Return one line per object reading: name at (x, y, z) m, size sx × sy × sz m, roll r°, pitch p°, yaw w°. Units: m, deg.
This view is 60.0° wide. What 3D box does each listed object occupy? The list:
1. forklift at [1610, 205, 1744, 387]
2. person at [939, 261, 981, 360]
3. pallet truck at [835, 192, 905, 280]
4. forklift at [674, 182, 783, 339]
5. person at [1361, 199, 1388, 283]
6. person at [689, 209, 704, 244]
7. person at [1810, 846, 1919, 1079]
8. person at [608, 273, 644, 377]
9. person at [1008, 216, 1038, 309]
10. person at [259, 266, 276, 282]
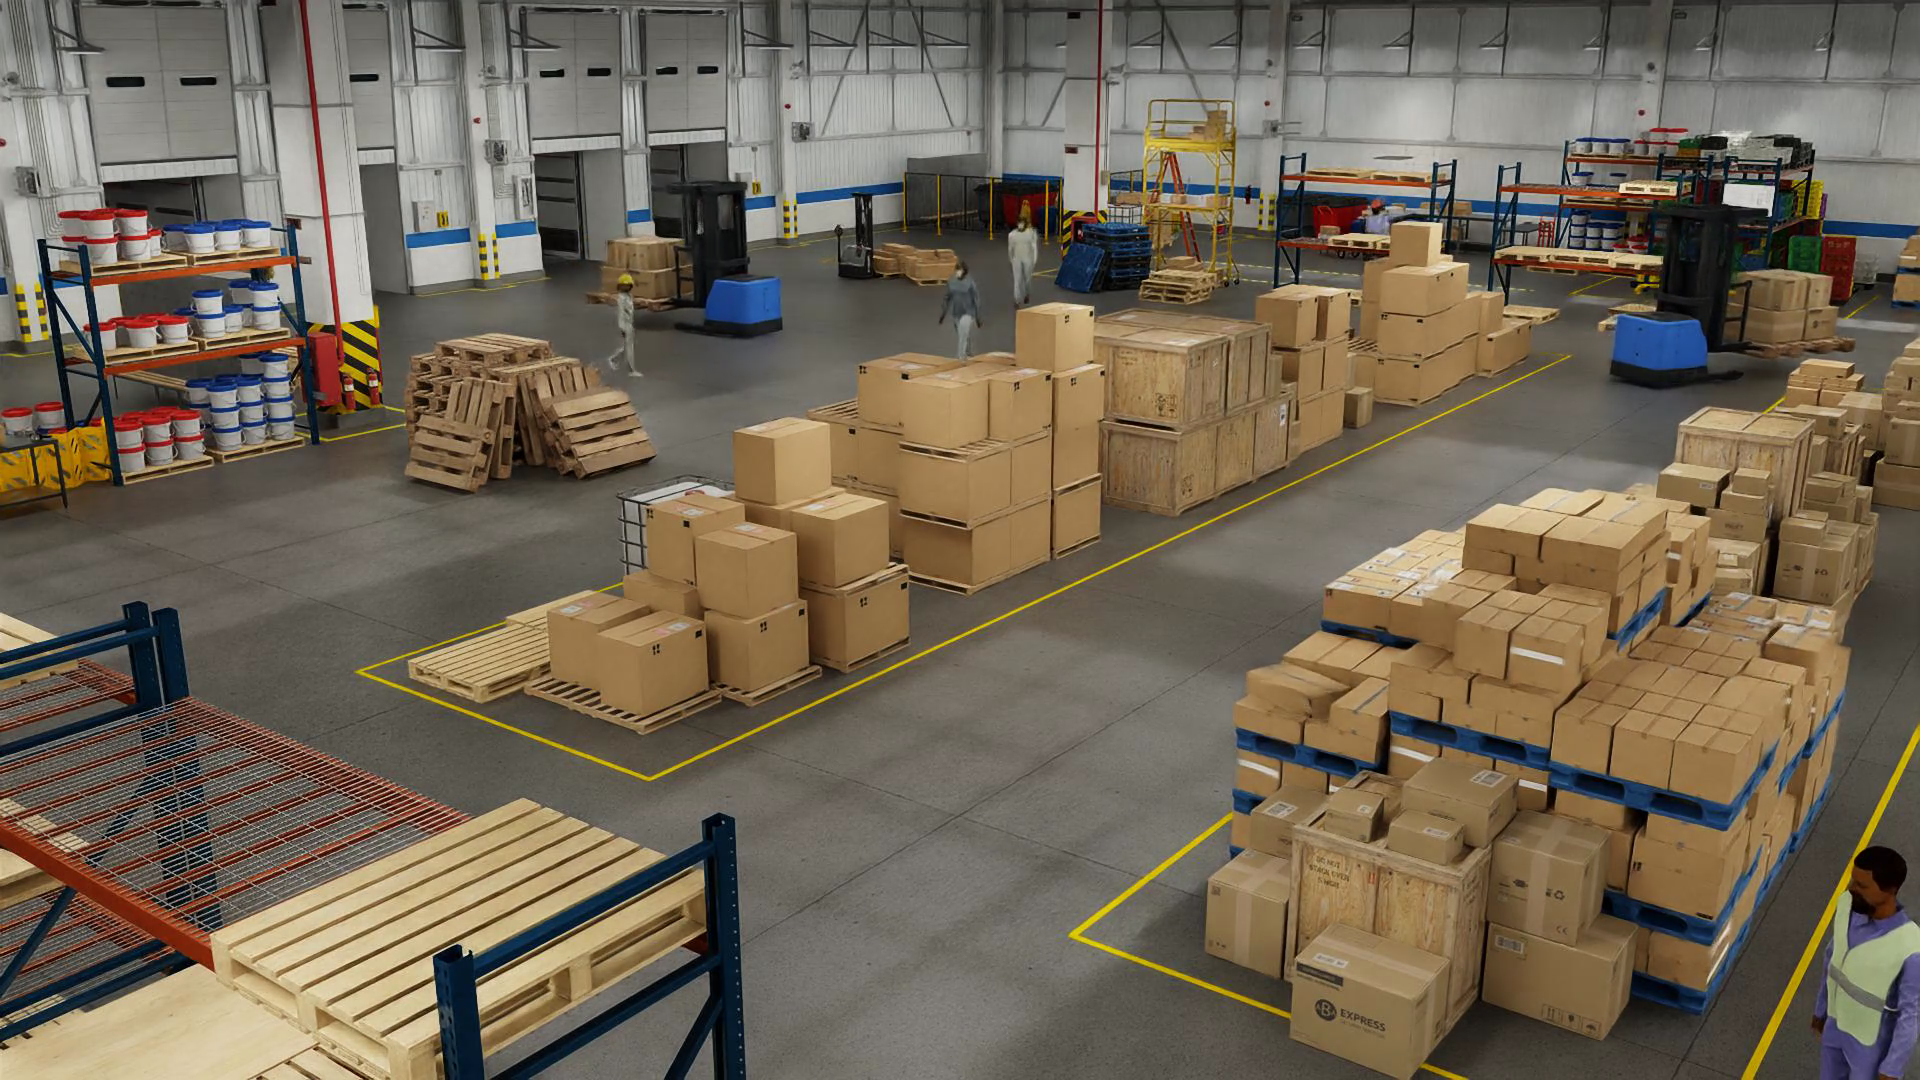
forklift at (11.777, -4.004, 27.032) m, size 1.873 × 2.768 × 1.129 m, roll -7°, pitch 18°, yaw -22°
person at (0.038, -3.734, 27.852) m, size 0.639 × 1.890 × 1.015 m, roll 13°, pitch 21°, yaw 38°
pallet truck at (-1.936, -7.159, 38.982) m, size 1.885 × 1.965 × 0.823 m, roll -12°, pitch 21°, yaw -34°
forklift at (-4.393, -5.327, 31.414) m, size 1.873 × 2.768 × 1.129 m, roll 12°, pitch 21°, yaw 35°
person at (9.584, -6.905, 38.317) m, size 0.550 × 1.900 × 0.962 m, roll 10°, pitch 20°, yaw 31°
person at (-6.095, -7.001, 39.131) m, size 0.506 × 1.603 × 0.822 m, roll -4°, pitch 17°, yaw -14°
person at (4.228, 2.305, 7.783) m, size 0.370 × 1.915 × 0.597 m, roll -1°, pitch 17°, yaw -5°
person at (-5.557, -3.553, 27.490) m, size 0.525 × 1.728 × 0.500 m, roll 1°, pitch 17°, yaw 2°
person at (1.308, -5.826, 34.759) m, size 0.633 × 1.898 × 1.010 m, roll 1°, pitch 17°, yaw 5°
person at (-11.728, -3.755, 28.005) m, size 0.538 × 1.827 × 0.529 m, roll -7°, pitch 18°, yaw -21°
